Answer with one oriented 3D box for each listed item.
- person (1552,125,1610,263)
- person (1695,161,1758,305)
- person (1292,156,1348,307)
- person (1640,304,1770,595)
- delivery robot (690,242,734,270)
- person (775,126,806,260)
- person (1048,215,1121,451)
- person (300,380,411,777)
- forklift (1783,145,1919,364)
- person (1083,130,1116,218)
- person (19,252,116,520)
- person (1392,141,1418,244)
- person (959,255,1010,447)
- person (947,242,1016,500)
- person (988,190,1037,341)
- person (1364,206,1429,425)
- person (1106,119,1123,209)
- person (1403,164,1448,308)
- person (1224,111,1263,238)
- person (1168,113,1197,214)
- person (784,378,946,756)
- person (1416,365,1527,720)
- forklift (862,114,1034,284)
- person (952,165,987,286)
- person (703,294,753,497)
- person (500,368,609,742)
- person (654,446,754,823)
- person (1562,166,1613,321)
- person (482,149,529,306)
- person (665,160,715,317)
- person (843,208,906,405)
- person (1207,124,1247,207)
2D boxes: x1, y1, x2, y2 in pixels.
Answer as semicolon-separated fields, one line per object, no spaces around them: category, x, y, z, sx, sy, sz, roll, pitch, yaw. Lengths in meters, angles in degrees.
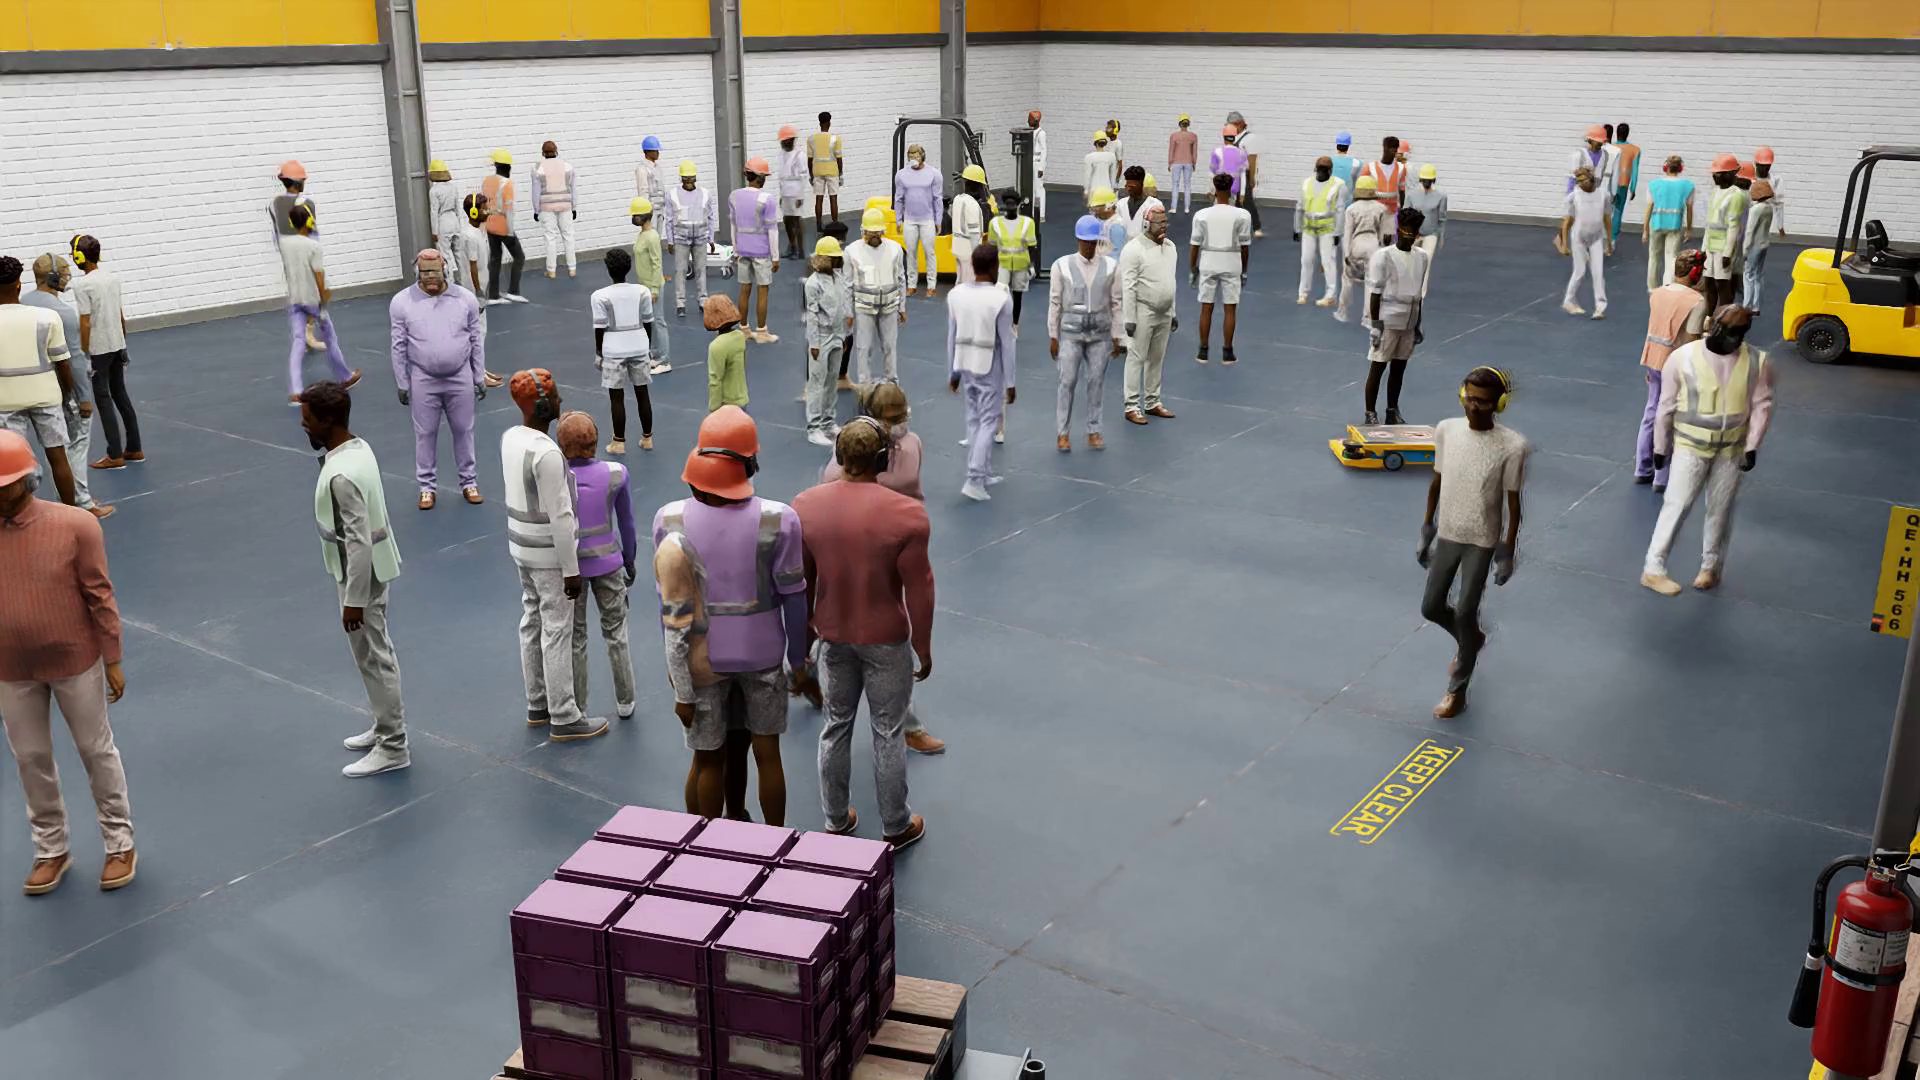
person;9.067;-5.080;24.295;0.623;1.974;1.060;-3;18;-10
person;8.704;-3.362;18.989;0.546;1.913;0.678;-11;21;-32
person;4.420;-3.808;20.510;0.678;1.832;0.432;13;22;36
person;4.671;-0.559;10.369;0.636;1.816;0.536;1;18;4
delivery robot;-3.454;-3.899;22.701;0.707;0.478;0.477;1;18;3
person;-2.467;-5.043;24.255;0.570;1.921;0.479;16;24;41
person;1.028;-1.703;13.737;0.610;1.947;0.389;-2;18;-7
person;-2.843;0.179;7.899;0.369;1.915;0.597;-5;18;-16
forklift;9.803;-2.879;17.013;2.313;2.155;1.214;12;21;33
person;2.129;-5.371;25.500;0.533;1.768;0.310;-7;19;-22
person;-6.352;-1.067;11.785;0.641;1.927;0.386;13;22;34
person;6.294;-4.843;23.883;0.375;1.736;0.593;-5;18;-16
person;0.201;-1.579;13.843;0.512;1.640;0.307;-14;22;-37
person;0.153;-1.253;12.442;0.612;1.940;0.516;15;23;39
person;0.567;-2.944;18.061;0.538;1.660;0.791;0;18;-1
person;3.734;-1.856;14.197;0.608;1.957;0.391;-10;20;-27
person;2.399;-5.717;26.407;0.328;1.877;0.510;-6;19;-18
person;5.741;-3.792;20.615;0.531;1.737;0.840;7;19;22
person;4.497;-5.872;26.624;0.626;2.000;0.766;-8;20;-24
person;3.975;-6.735;29.785;0.532;1.758;0.344;-3;18;-9
person;-0.505;0.086;8.252;0.992;1.895;0.663;12;21;32
person;2.646;-0.009;8.590;0.536;1.852;0.536;17;24;42
forklift;-0.171;-4.594;22.377;2.313;2.155;1.214;1;18;3
person;0.107;-3.143;18.291;0.389;1.916;0.585;-6;19;-19
person;-1.662;-0.938;11.866;0.294;1.625;0.502;5;18;15
person;-2.046;0.078;8.267;0.356;1.884;0.574;-14;22;-36
person;-0.979;0.515;6.843;0.389;1.924;0.549;10;20;27
person;7.442;-3.519;19.697;0.586;1.792;0.624;2;18;7
person;-5.631;-3.851;20.524;0.602;1.904;0.593;13;22;35
person;-3.204;-3.586;19.809;0.589;1.834;0.403;-6;19;-19
person;-0.778;-2.150;15.345;0.598;1.820;0.403;-6;19;-17
person;4.052;-5.290;25.042;0.541;1.903;0.926;-3;18;-10
